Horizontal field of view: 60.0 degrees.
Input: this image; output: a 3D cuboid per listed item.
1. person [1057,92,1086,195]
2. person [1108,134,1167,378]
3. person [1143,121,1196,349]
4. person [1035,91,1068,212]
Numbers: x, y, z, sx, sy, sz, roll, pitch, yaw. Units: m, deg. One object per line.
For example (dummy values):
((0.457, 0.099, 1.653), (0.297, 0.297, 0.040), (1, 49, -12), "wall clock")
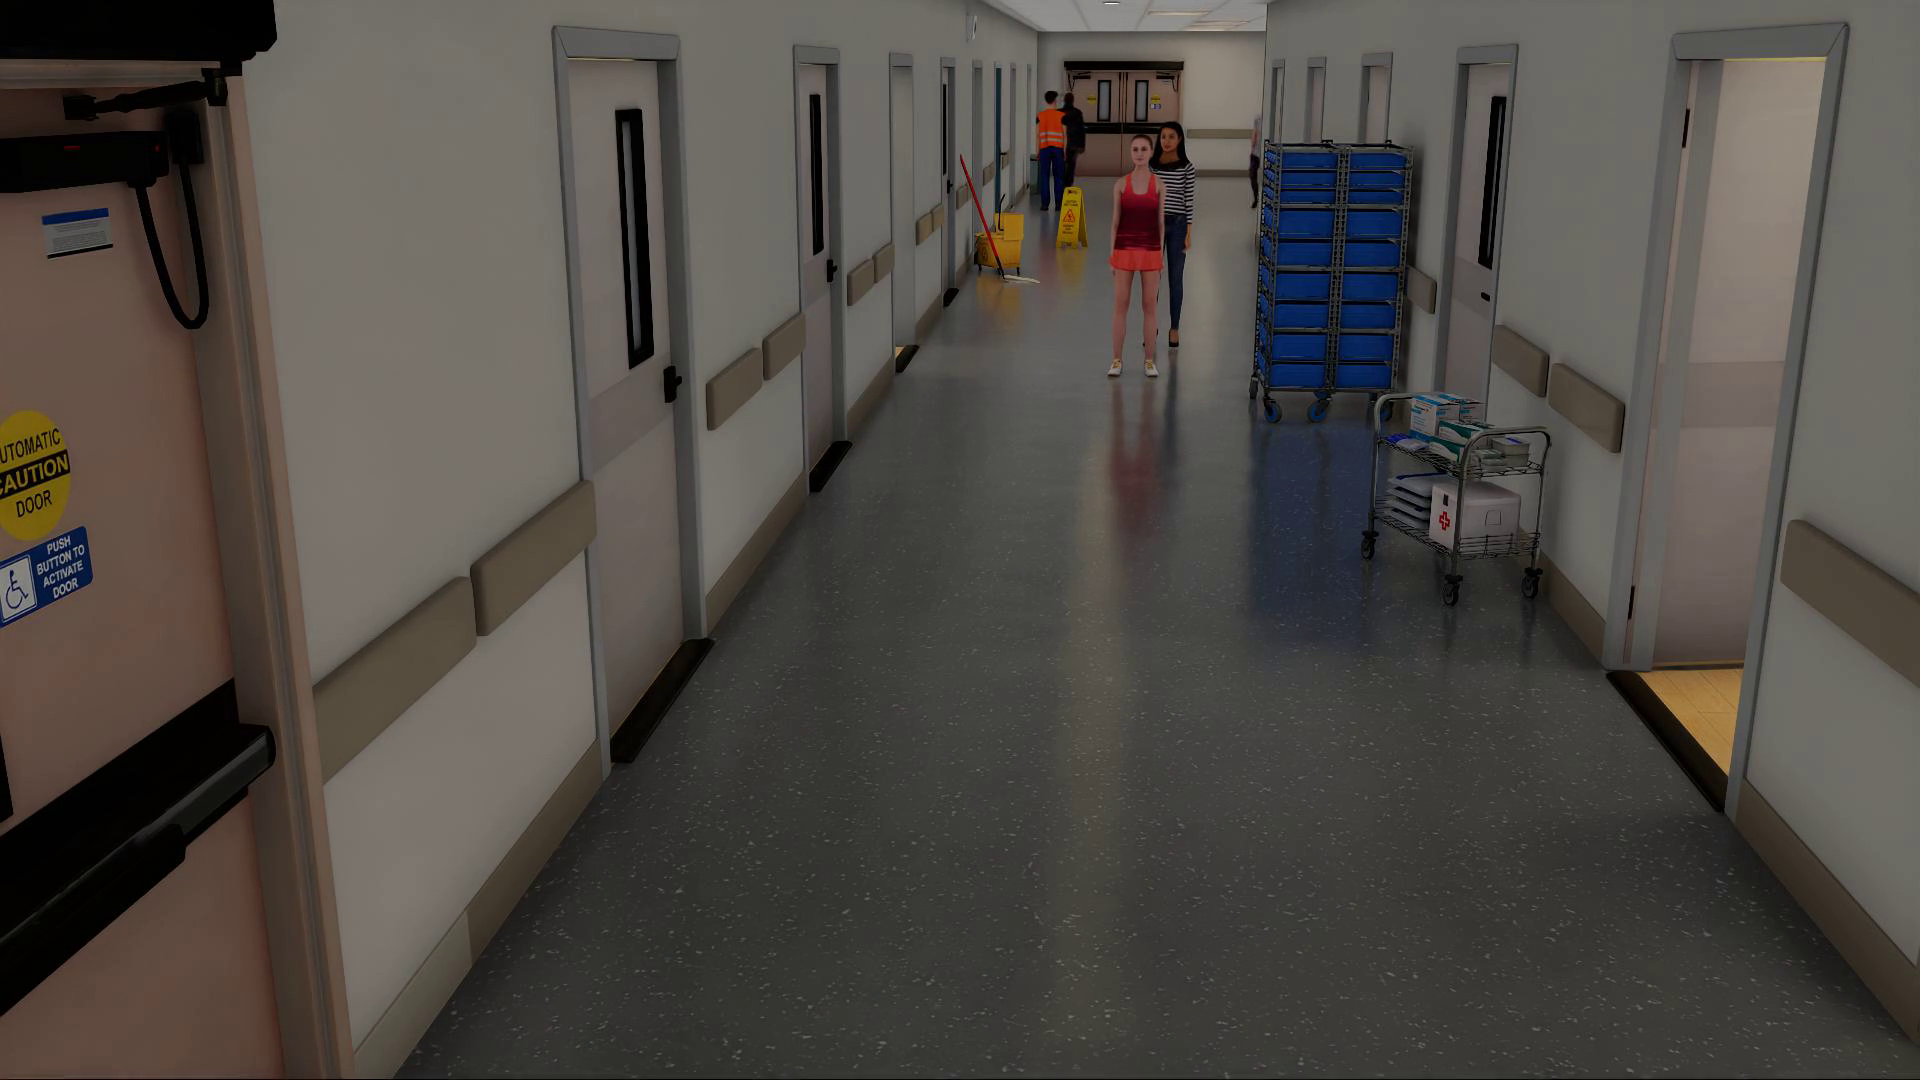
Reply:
((1.933, -7.053, 29.732), (0.761, 1.801, 1.053), (3, 16, 10), "person")
((1.307, -2.091, 12.221), (0.552, 1.753, 0.541), (1, 16, 4), "person")
((1.661, -2.453, 13.391), (0.603, 1.797, 0.512), (3, 16, 12), "person")
((1.478, -6.286, 26.865), (0.656, 1.881, 0.600), (1, 16, 4), "person")
